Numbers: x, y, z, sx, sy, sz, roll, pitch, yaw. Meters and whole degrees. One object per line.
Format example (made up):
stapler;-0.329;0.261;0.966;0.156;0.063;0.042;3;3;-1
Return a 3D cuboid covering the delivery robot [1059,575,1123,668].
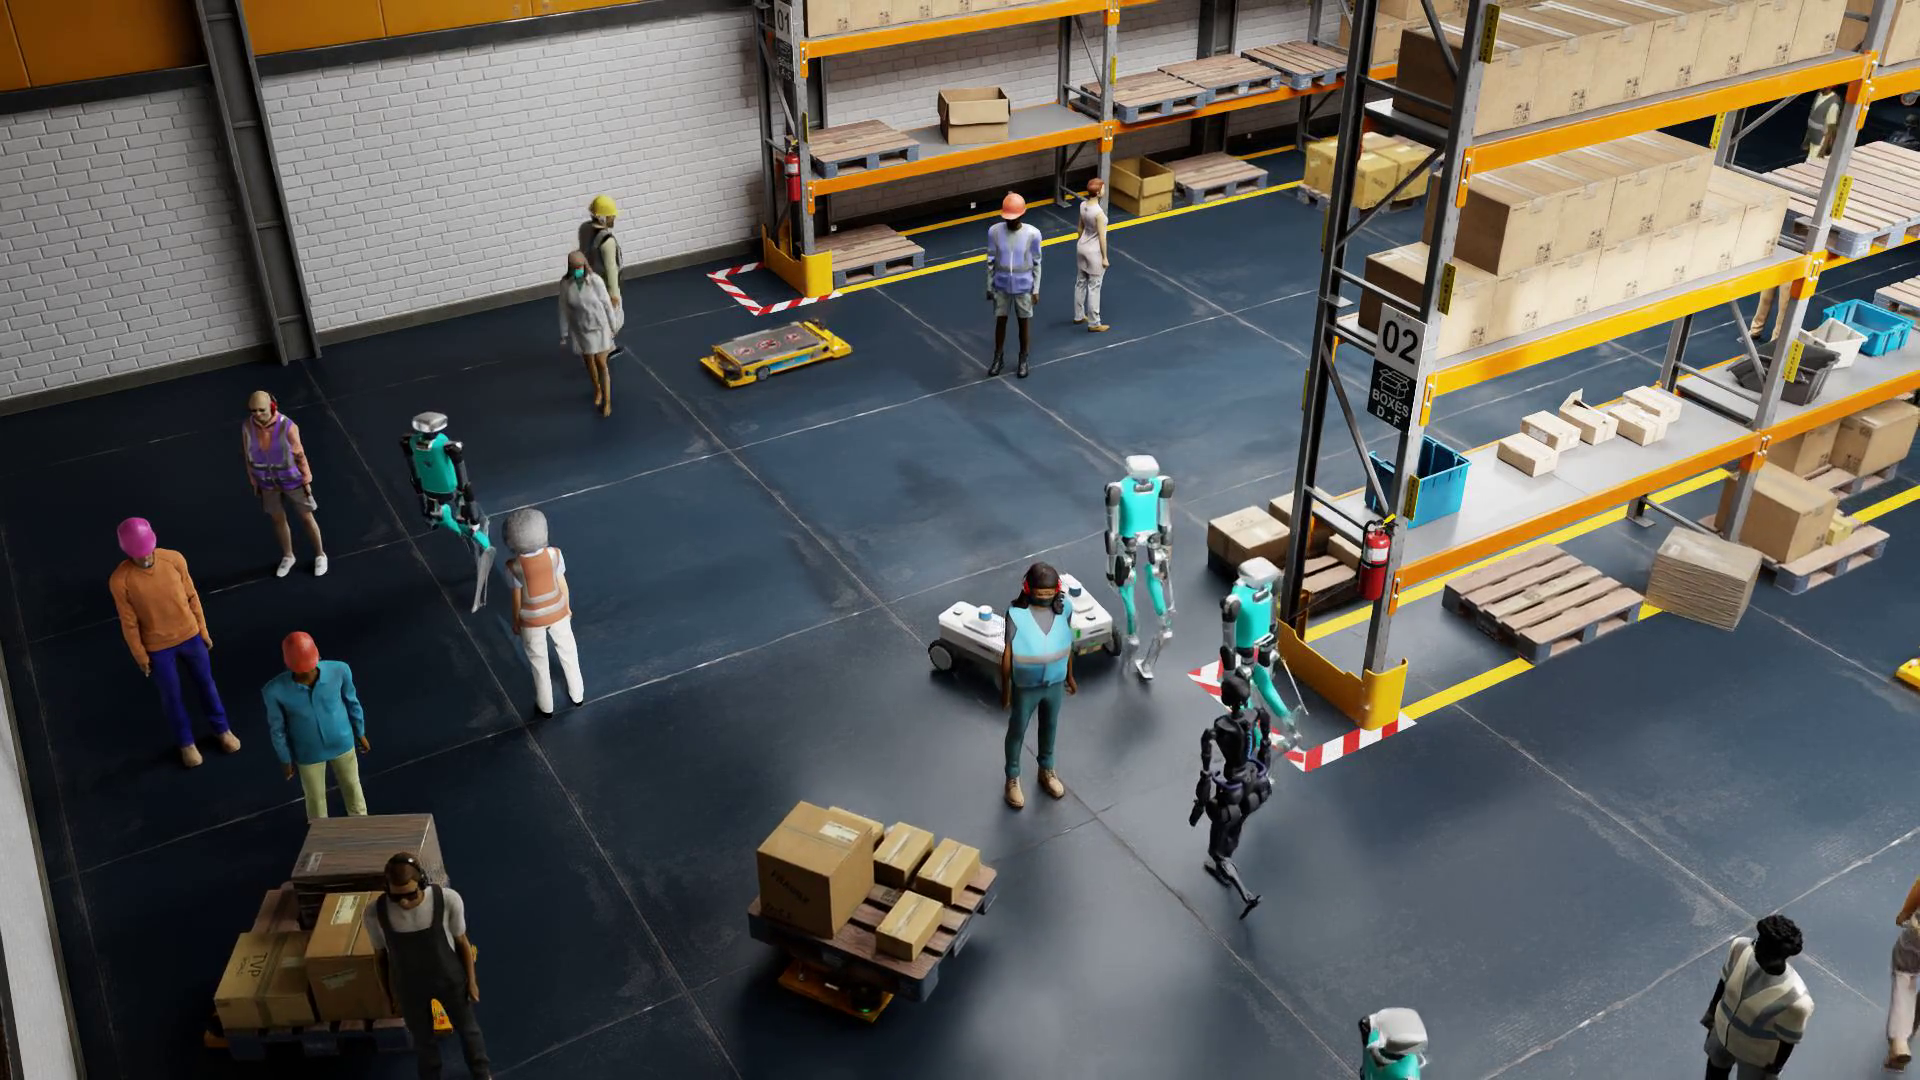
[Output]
delivery robot;0.890;0.615;12.853;0.499;0.614;0.815;-14;35;-21

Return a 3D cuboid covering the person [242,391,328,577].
person;-5.486;-0.458;13.480;0.492;1.687;0.347;0;32;0

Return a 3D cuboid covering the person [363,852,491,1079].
person;-2.822;2.360;8.845;0.504;1.838;0.329;-7;33;-10

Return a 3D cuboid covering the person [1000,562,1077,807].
person;0.511;0.937;11.085;0.539;1.865;0.370;-11;34;-17

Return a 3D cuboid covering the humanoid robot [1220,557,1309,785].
humanoid robot;2.066;1.007;11.149;0.541;1.849;0.670;-25;40;-34

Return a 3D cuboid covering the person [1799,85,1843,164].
person;10.536;-4.843;20.346;0.589;1.818;0.614;4;32;6

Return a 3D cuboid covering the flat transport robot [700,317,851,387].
flat transport robot;-1.905;-1.945;17.186;1.431;0.231;0.659;-20;37;-29

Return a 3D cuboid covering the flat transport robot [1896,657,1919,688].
flat transport robot;7.849;0.885;12.672;1.431;0.231;0.659;-21;38;-29

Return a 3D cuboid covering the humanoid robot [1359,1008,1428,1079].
humanoid robot;2.249;2.930;8.054;0.763;1.802;0.532;-7;33;-11

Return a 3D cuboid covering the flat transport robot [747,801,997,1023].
flat transport robot;-0.476;2.349;10.338;0.659;0.231;1.431;15;35;23

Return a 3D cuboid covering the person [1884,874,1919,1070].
person;5.433;2.202;9.171;0.468;1.751;0.680;15;35;22

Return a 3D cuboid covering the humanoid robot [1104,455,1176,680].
humanoid robot;1.385;0.332;12.234;0.547;1.834;0.828;-10;33;-15

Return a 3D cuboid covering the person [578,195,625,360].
person;-3.663;-2.573;16.745;0.620;1.805;0.656;26;40;35

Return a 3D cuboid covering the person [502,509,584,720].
person;-2.993;0.535;11.891;0.439;1.687;0.317;-18;36;-26

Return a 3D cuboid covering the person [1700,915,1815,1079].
person;4.072;2.587;8.621;0.319;1.691;0.535;-11;34;-16

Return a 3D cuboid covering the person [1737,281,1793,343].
person;8.475;-2.784;17.124;0.329;1.752;0.560;-16;36;-24

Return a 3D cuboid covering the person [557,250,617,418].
person;-3.575;-1.975;15.933;0.525;1.633;0.661;2;32;2

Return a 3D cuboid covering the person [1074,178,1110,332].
person;1.402;-3.020;17.587;0.285;1.661;0.449;-19;37;-27

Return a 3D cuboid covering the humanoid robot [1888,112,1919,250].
humanoid robot;10.968;-4.203;19.476;0.617;1.642;0.600;-3;32;-5

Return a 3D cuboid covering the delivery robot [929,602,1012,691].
delivery robot;0.182;0.752;12.583;0.734;0.560;0.499;23;39;32

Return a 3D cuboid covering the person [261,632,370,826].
person;-4.057;1.308;10.602;0.572;1.746;0.345;-19;37;-28

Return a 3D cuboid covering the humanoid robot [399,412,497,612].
humanoid robot;-3.931;-0.297;13.262;0.542;1.839;0.818;10;33;16

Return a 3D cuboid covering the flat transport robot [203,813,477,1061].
flat transport robot;-3.648;2.658;9.845;1.431;0.231;0.659;-2;32;-3

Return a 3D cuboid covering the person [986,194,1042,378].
person;0.525;-2.523;16.542;0.550;1.932;0.374;6;33;9

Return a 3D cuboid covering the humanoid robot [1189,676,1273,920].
humanoid robot;1.755;1.579;10.253;0.612;1.631;0.627;-19;37;-27

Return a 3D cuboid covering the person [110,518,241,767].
person;-5.416;0.684;11.398;0.518;1.972;0.404;-26;40;-35
